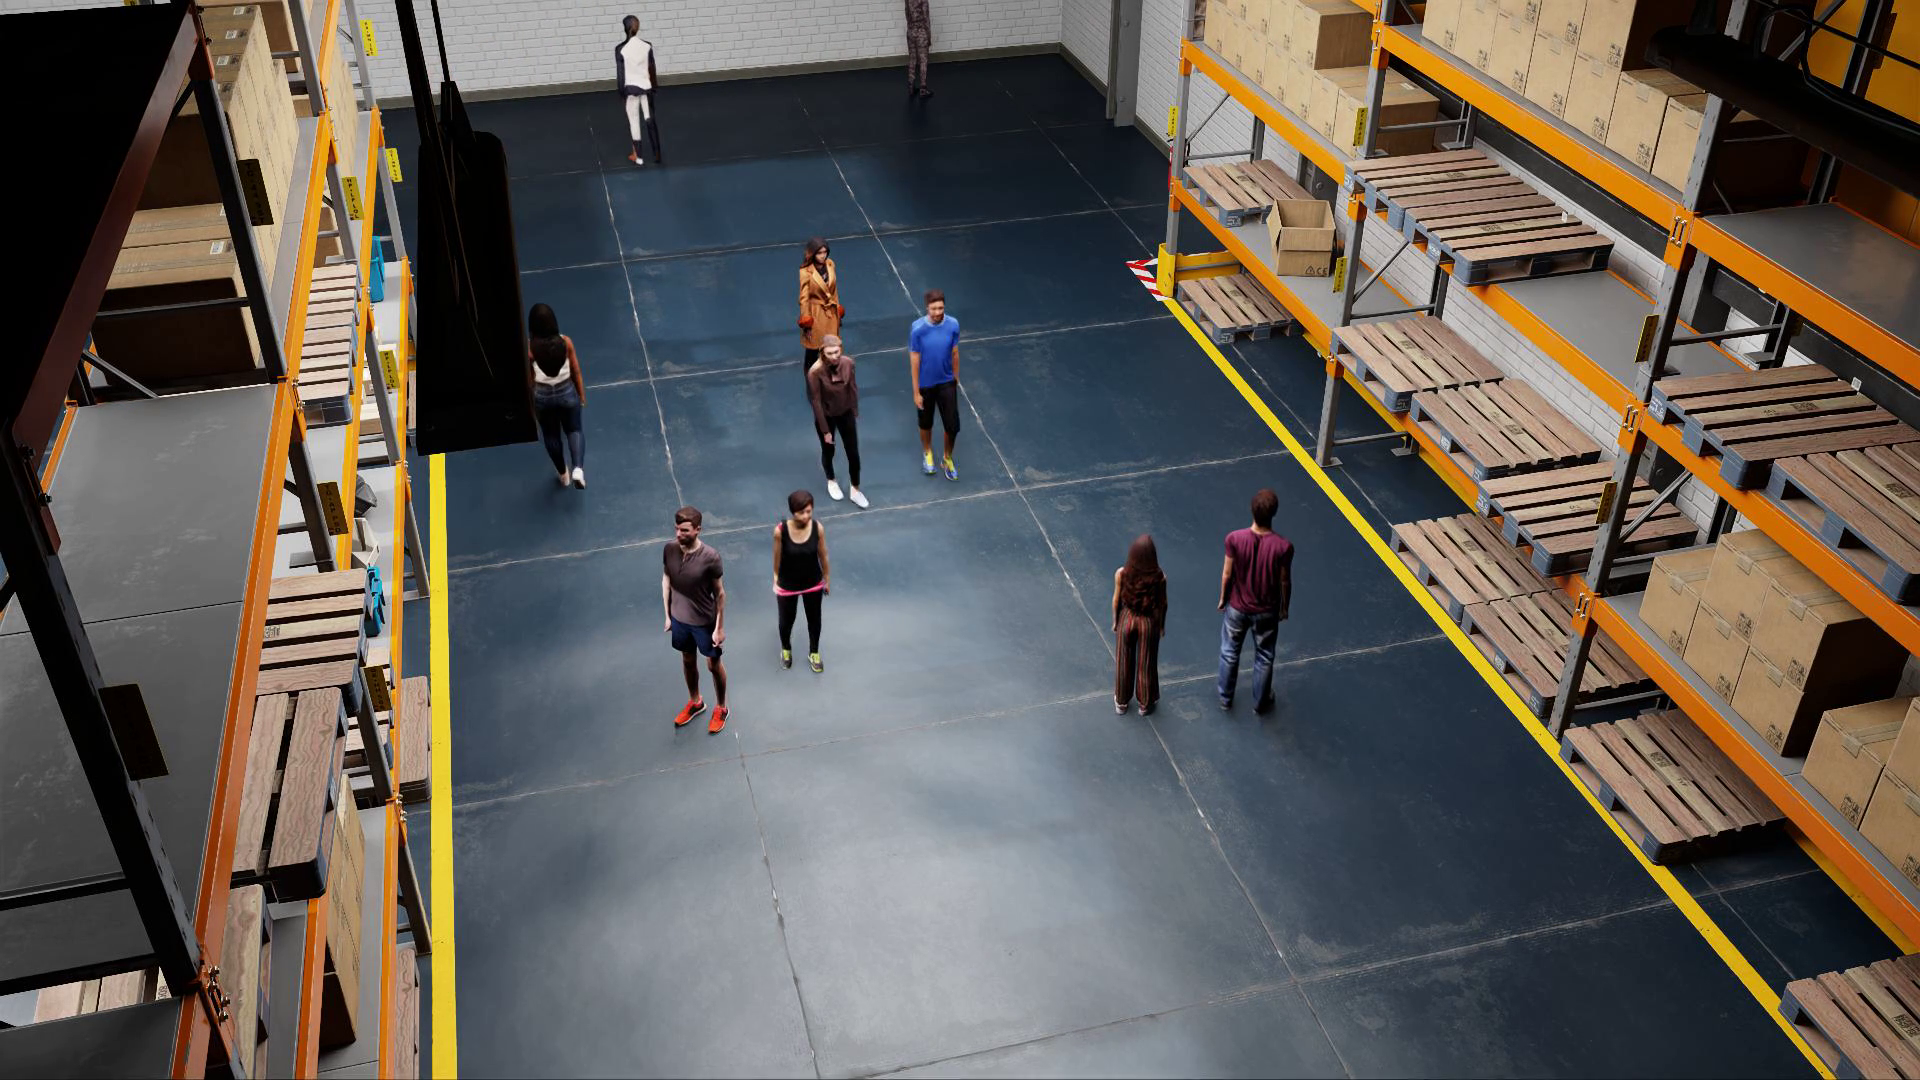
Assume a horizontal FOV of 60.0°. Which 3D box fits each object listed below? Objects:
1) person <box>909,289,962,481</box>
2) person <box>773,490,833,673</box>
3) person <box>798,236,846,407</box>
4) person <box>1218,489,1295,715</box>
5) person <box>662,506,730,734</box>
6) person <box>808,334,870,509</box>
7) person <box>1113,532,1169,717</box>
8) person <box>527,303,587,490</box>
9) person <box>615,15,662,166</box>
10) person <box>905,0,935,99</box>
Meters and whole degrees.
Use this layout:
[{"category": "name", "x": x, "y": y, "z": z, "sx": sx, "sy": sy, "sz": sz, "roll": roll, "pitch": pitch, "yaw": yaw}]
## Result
[{"category": "person", "x": -0.255, "y": -1.454, "z": 14.964, "sx": 0.631, "sy": 1.847, "sz": 0.729, "roll": -5, "pitch": 34, "yaw": -8}, {"category": "person", "x": -1.222, "y": 0.267, "z": 12.646, "sx": 0.572, "sy": 1.547, "sz": 0.564, "roll": -8, "pitch": 34, "yaw": -12}, {"category": "person", "x": -1.360, "y": -2.127, "z": 16.084, "sx": 0.776, "sy": 1.727, "sz": 0.765, "roll": -27, "pitch": 42, "yaw": -34}, {"category": "person", "x": 2.130, "y": 0.458, "z": 12.086, "sx": 0.737, "sy": 1.849, "sz": 0.730, "roll": 9, "pitch": 35, "yaw": 14}, {"category": "person", "x": -1.887, "y": 0.556, "z": 11.935, "sx": 0.725, "sy": 1.853, "sz": 0.751, "roll": 12, "pitch": 36, "yaw": 18}, {"category": "person", "x": -1.137, "y": -1.099, "z": 14.582, "sx": 0.700, "sy": 1.678, "sz": 0.804, "roll": -17, "pitch": 37, "yaw": -23}, {"category": "person", "x": 1.304, "y": 0.607, "z": 12.119, "sx": 0.629, "sy": 1.563, "sz": 0.646, "roll": 6, "pitch": 34, "yaw": 9}, {"category": "person", "x": -3.547, "y": -1.187, "z": 14.615, "sx": 0.662, "sy": 1.789, "sz": 0.913, "roll": -9, "pitch": 35, "yaw": -13}, {"category": "person", "x": -4.159, "y": -5.810, "z": 21.479, "sx": 0.740, "sy": 1.891, "sz": 0.666, "roll": -16, "pitch": 37, "yaw": -23}, {"category": "person", "x": -0.603, "y": -7.197, "z": 23.721, "sx": 0.649, "sy": 1.718, "sz": 0.732, "roll": 26, "pitch": 41, "yaw": 33}]
